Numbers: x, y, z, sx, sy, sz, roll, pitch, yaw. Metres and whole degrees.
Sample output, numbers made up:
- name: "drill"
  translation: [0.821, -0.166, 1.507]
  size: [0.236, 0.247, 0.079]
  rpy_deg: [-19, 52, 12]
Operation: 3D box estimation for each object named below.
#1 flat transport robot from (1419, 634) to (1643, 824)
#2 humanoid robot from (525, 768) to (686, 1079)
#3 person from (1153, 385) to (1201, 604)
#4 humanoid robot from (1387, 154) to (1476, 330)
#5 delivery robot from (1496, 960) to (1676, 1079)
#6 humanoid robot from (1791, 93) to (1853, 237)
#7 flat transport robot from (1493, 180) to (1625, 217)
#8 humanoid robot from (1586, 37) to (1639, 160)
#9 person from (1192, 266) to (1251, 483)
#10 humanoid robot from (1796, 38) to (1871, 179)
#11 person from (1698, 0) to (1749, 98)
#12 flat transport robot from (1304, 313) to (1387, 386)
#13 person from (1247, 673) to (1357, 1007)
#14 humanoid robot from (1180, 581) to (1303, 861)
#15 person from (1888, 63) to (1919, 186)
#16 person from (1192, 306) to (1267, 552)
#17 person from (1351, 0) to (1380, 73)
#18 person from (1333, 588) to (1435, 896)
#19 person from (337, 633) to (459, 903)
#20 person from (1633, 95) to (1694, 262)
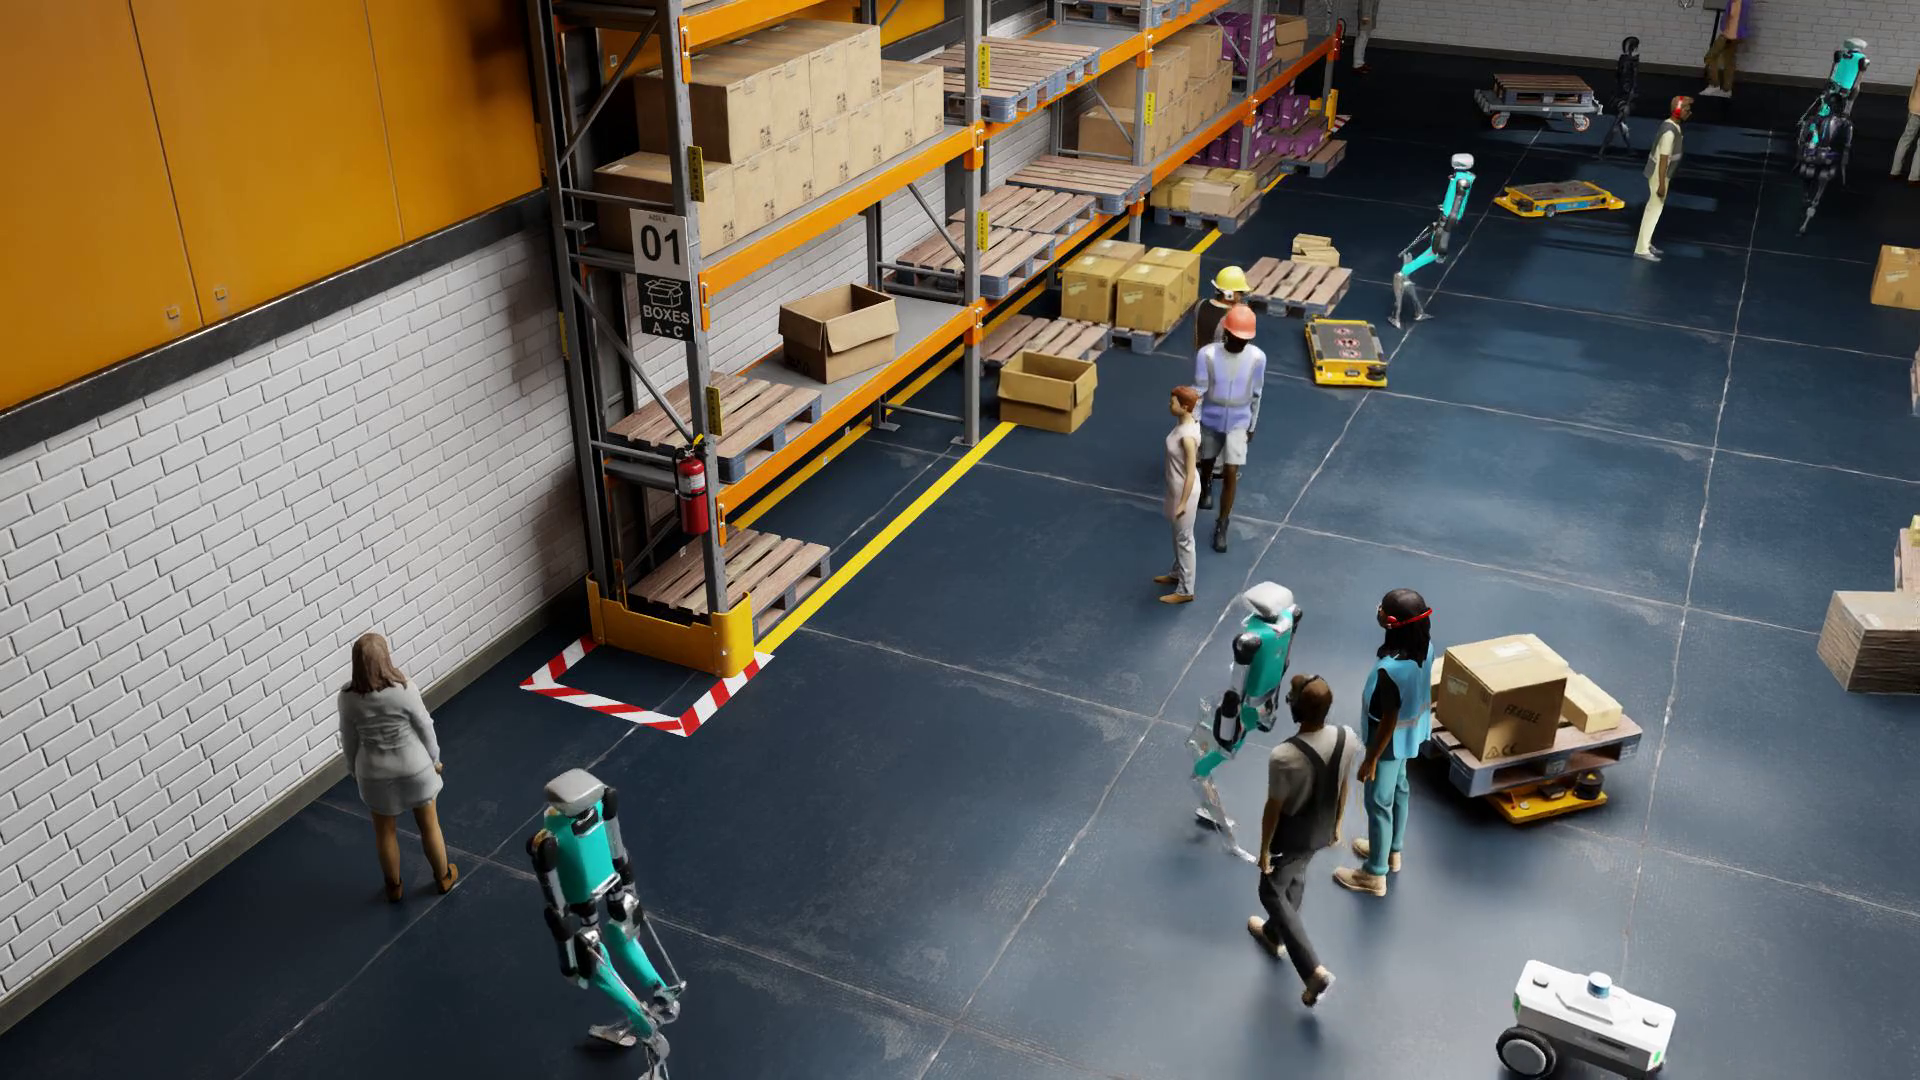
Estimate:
- name: "flat transport robot"
  translation: [3.334, 1.244, 10.422]
  size: [0.659, 0.231, 1.431]
  rpy_deg: [-9, 30, -16]
- name: "humanoid robot"
  translation: [-1.515, 1.884, 7.681]
  size: [0.856, 1.743, 0.531]
  rpy_deg: [15, 32, 25]
- name: "person"
  translation: [1.576, -0.331, 11.873]
  size: [0.269, 1.659, 0.461]
  rpy_deg: [0, 28, 0]
- name: "humanoid robot"
  translation: [4.642, -3.013, 16.761]
  size: [0.881, 1.767, 0.597]
  rpy_deg: [7, 29, 12]
- name: "delivery robot"
  translation: [3.036, 2.346, 8.067]
  size: [0.765, 0.585, 0.499]
  rpy_deg: [16, 32, 27]
- name: "humanoid robot"
  translation: [10.084, -4.402, 19.456]
  size: [0.609, 1.619, 0.789]
  rpy_deg: [21, 35, 34]
- name: "flat transport robot"
  translation: [7.399, -4.214, 20.542]
  size: [1.431, 0.231, 0.659]
  rpy_deg: [-8, 29, -14]
- name: "humanoid robot"
  translation: [8.853, -5.904, 22.242]
  size: [0.793, 1.620, 0.609]
  rpy_deg: [-2, 28, -5]
- name: "person"
  translation: [2.134, -1.359, 13.606]
  size: [0.404, 1.825, 0.602]
  rpy_deg: [-14, 31, -24]
- name: "humanoid robot"
  translation: [11.140, -5.527, 21.470]
  size: [0.758, 1.804, 0.530]
  rpy_deg: [-9, 30, -16]
- name: "person"
  translation: [11.633, -7.699, 25.264]
  size: [0.601, 1.911, 0.581]
  rpy_deg: [17, 33, 29]
- name: "flat transport robot"
  translation: [3.734, -1.847, 16.153]
  size: [0.659, 0.231, 1.431]
  rpy_deg: [3, 28, 5]
- name: "person"
  translation: [1.735, 1.487, 8.336]
  size: [0.514, 1.820, 0.752]
  rpy_deg: [-14, 31, -24]
- name: "humanoid robot"
  translation: [1.474, 0.957, 9.412]
  size: [0.765, 1.771, 0.532]
  rpy_deg: [23, 36, 36]
- name: "person"
  translation: [12.319, -5.475, 21.204]
  size: [0.392, 1.869, 0.555]
  rpy_deg: [-11, 30, -19]
- name: "person"
  translation: [2.039, -0.953, 12.791]
  size: [0.550, 1.895, 0.958]
  rpy_deg: [2, 28, 4]
- name: "person"
  translation: [6.599, -8.501, 26.846]
  size: [0.360, 1.829, 0.515]
  rpy_deg: [14, 31, 24]
- name: "person"
  translation: [2.335, 1.098, 9.009]
  size: [0.373, 1.865, 0.535]
  rpy_deg: [18, 33, 30]
- name: "person"
  translation: [-3.053, 1.226, 8.986]
  size: [0.487, 1.659, 0.340]
  rpy_deg: [-6, 29, -11]
- name: "person"
  translation: [7.834, -4.051, 18.591]
  size: [0.391, 1.840, 0.562]
  rpy_deg: [12, 31, 21]
